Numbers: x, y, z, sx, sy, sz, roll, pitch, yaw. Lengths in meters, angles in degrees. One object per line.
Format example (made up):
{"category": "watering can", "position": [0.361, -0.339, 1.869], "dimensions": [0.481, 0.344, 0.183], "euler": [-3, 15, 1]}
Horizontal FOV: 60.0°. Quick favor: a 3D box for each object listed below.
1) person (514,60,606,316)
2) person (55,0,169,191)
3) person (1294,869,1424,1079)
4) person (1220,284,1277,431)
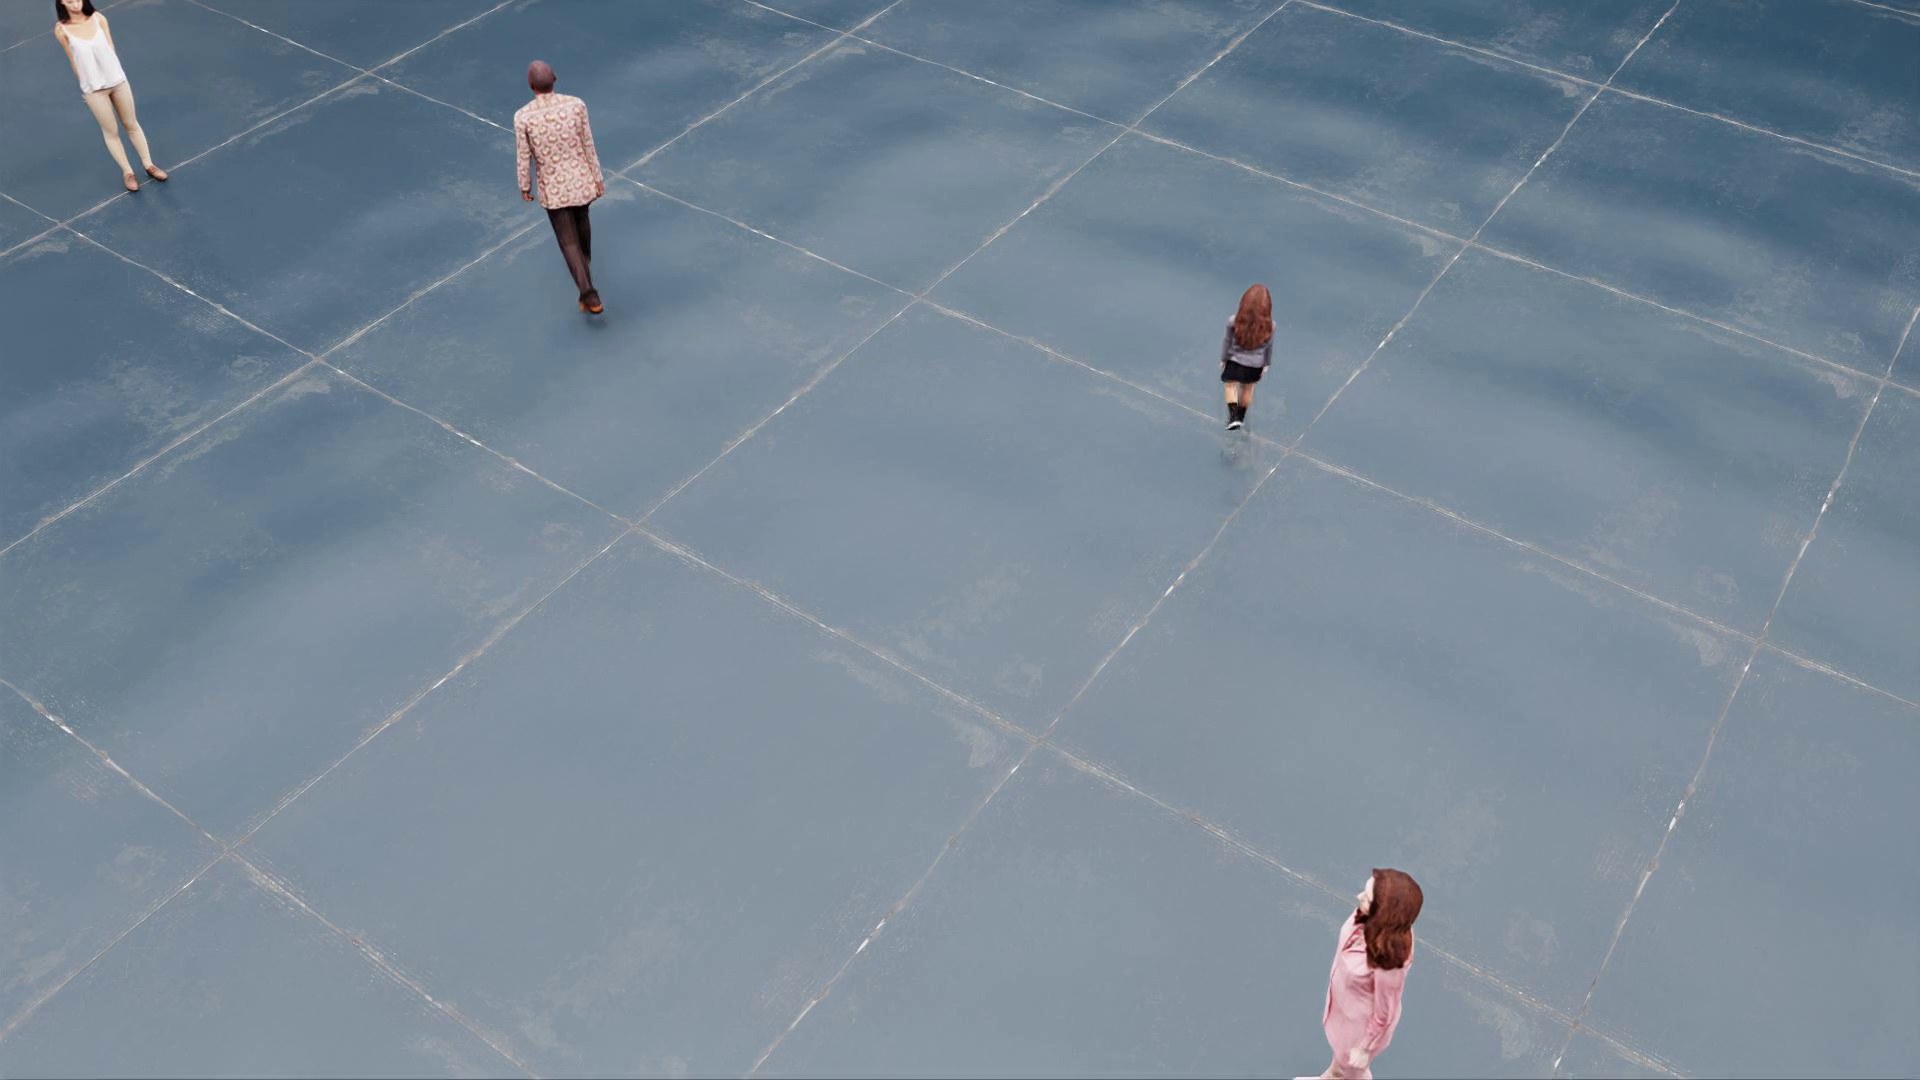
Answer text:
{"category": "person", "position": [-2.694, -2.388, 11.476], "dimensions": [1.036, 1.772, 1.301], "euler": [-23, 48, -23]}
{"category": "person", "position": [-6.585, -3.516, 12.771], "dimensions": [0.566, 1.653, 0.620], "euler": [26, 49, 25]}
{"category": "person", "position": [1.662, 1.919, 6.841], "dimensions": [0.701, 1.802, 0.692], "euler": [2, 43, 2]}
{"category": "person", "position": [1.825, -1.137, 10.631], "dimensions": [0.642, 1.098, 0.681], "euler": [3, 43, 3]}
